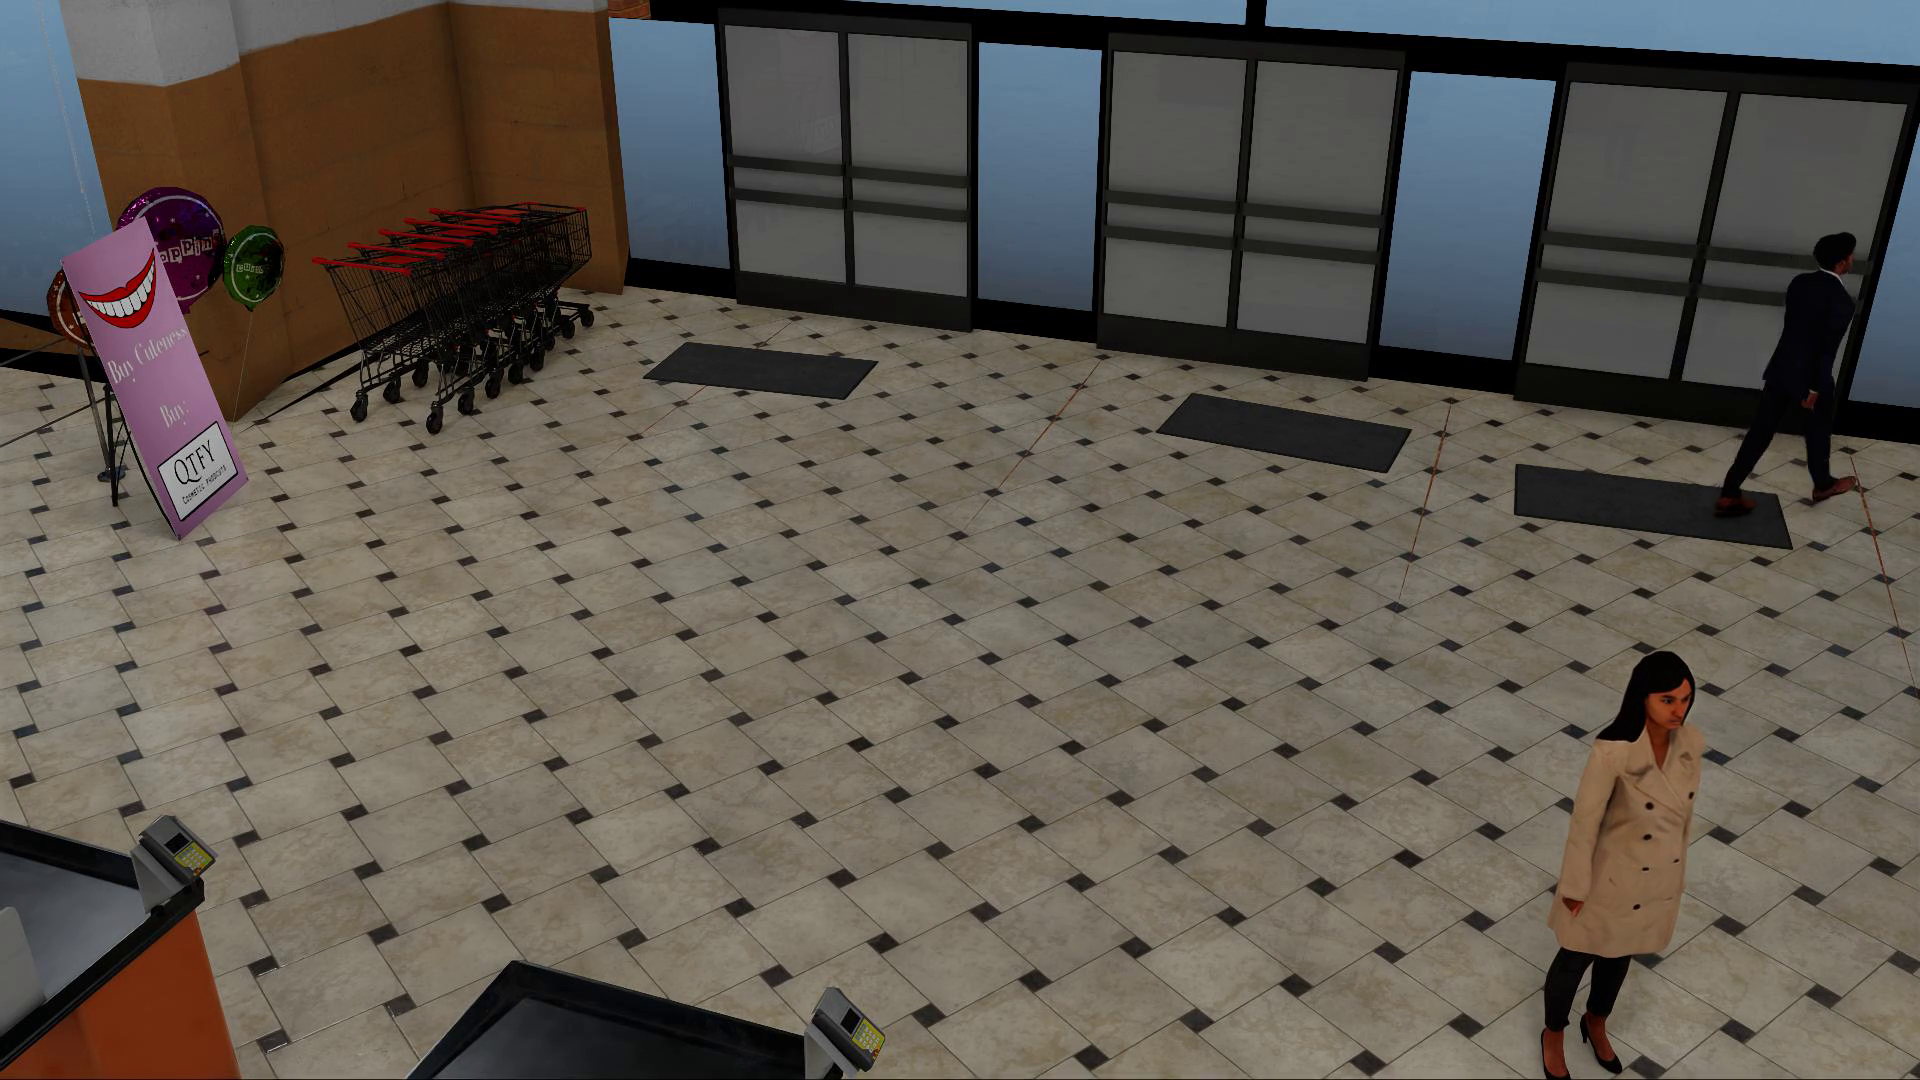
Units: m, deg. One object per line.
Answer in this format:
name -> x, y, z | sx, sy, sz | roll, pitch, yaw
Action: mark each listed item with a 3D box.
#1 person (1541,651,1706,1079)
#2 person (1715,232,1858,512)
person -> 2.212, 1.115, 5.577 | 0.706, 1.682, 0.732 | -8, 28, -15
person -> 4.749, -0.911, 9.582 | 1.150, 1.674, 1.144 | -9, 28, -17
